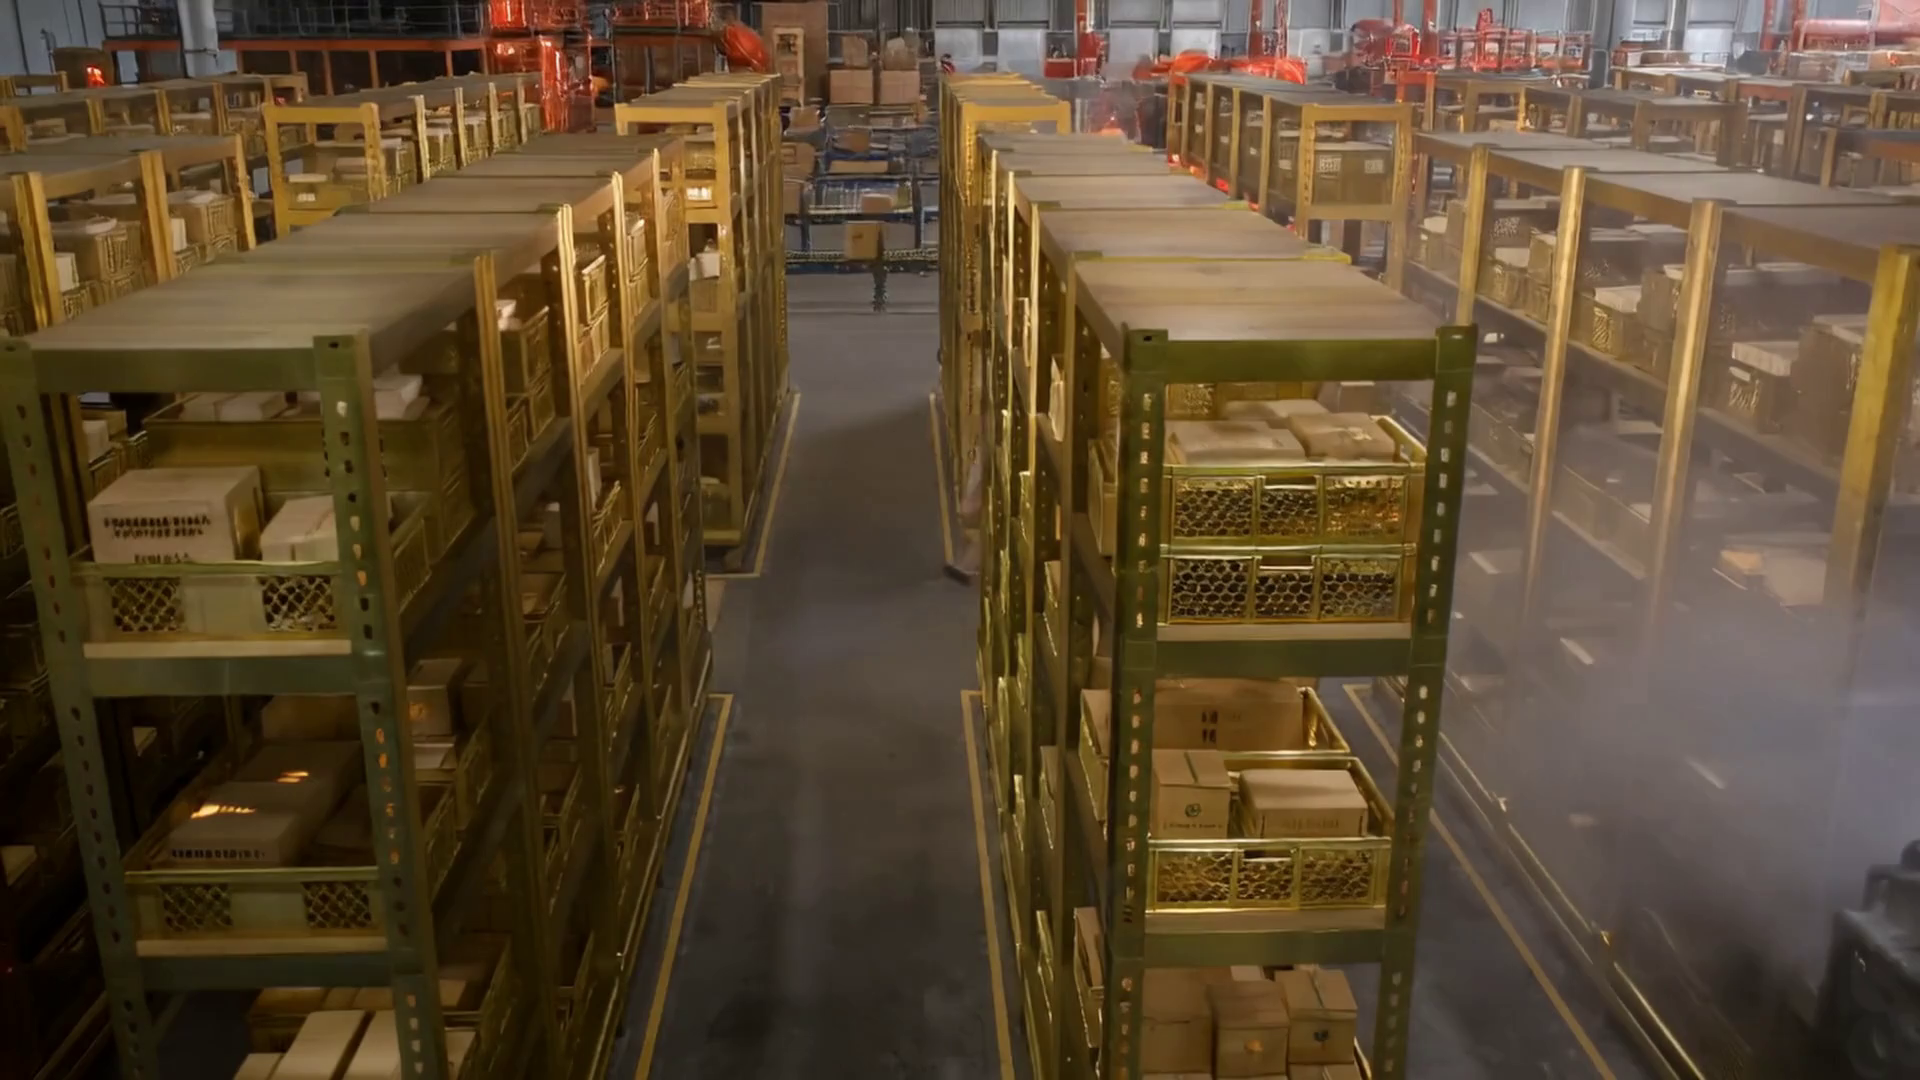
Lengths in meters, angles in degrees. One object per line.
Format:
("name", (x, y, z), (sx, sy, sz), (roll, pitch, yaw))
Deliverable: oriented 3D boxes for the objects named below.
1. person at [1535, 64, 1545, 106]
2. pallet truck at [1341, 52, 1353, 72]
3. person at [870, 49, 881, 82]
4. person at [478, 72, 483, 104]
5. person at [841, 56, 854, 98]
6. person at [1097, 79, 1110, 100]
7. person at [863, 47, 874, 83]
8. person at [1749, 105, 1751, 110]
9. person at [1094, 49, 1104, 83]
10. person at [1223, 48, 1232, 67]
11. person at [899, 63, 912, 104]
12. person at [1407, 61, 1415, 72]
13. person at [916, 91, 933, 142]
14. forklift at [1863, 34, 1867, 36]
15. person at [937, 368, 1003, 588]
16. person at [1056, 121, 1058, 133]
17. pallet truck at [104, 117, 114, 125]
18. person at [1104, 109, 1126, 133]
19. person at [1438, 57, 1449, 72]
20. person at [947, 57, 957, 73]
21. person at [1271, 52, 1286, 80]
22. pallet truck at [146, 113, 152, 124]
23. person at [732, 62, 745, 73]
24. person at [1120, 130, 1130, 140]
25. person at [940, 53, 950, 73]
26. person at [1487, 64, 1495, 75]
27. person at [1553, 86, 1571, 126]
("person", (24.095, -18.863, 69.281), (0.502, 1.861, 0.334), (-9, 20, -26))
("pallet truck", (18.794, -23.123, 82.231), (0.823, 1.965, 1.885), (-13, 22, -35))
("person", (-4.860, -26.807, 93.946), (0.936, 1.792, 0.639), (0, 18, 0))
("person", (-18.054, -16.589, 62.285), (0.527, 1.823, 0.527), (-2, 18, -7))
("person", (-5.279, -21.705, 77.995), (0.606, 1.899, 0.553), (-1, 18, -3))
("person", (5.145, -15.667, 59.647), (0.494, 1.694, 0.886), (5, 19, 15))
("person", (-5.096, -26.409, 92.512), (0.634, 1.929, 0.578), (3, 18, 8))
("person", (21.545, -11.114, 45.677), (0.512, 1.623, 0.576), (2, 18, 5))
("person", (7.763, -26.239, 92.145), (0.632, 1.825, 0.652), (-16, 24, -41))
("person", (15.036, -26.692, 93.473), (0.528, 1.876, 0.323), (6, 19, 18))
("person", (-2.199, -18.269, 67.242), (0.643, 1.973, 0.501), (-13, 22, -36))
("person", (19.396, -19.553, 71.334), (0.761, 1.913, 0.550), (9, 20, 25))
("person", (-1.090, -12.479, 49.660), (0.900, 1.770, 0.580), (3, 18, 10))
("forklift", (46.742, -24.865, 86.208), (1.873, 2.768, 1.129), (10, 20, 27))
("person", (0.207, -0.431, 12.335), (0.901, 1.783, 0.609), (6, 19, 18))
("person", (2.243, -8.878, 38.077), (0.395, 2.044, 0.609), (-3, 18, -8))
("pallet truck", (-18.367, -7.885, 35.078), (1.885, 1.965, 0.823), (1, 18, 2))
("person", (3.690, -9.350, 39.795), (0.546, 1.890, 0.996), (5, 18, 14))
("person", (22.682, -21.683, 77.988), (0.590, 1.866, 0.730), (-6, 19, -18))
("person", (-0.414, -21.038, 75.881), (0.548, 1.934, 0.376), (-14, 23, -37))
("person", (15.344, -22.589, 80.509), (0.709, 2.000, 0.974), (13, 22, 34))
("pallet truck", (-18.087, -8.309, 36.390), (1.885, 1.965, 0.823), (-1, 18, -4))
("person", (-9.431, -19.384, 70.845), (0.572, 1.883, 0.355), (0, 18, 1))
("person", (3.315, -7.261, 33.352), (0.967, 1.870, 0.666), (-12, 21, -32))
("person", (-0.716, -23.352, 83.076), (0.599, 1.905, 0.534), (-1, 18, -2))
("person", (21.163, -18.072, 66.712), (0.865, 1.930, 0.619), (1, 18, 5))
("person", (19.551, -13.968, 54.375), (0.815, 1.716, 0.533), (10, 20, 28))
